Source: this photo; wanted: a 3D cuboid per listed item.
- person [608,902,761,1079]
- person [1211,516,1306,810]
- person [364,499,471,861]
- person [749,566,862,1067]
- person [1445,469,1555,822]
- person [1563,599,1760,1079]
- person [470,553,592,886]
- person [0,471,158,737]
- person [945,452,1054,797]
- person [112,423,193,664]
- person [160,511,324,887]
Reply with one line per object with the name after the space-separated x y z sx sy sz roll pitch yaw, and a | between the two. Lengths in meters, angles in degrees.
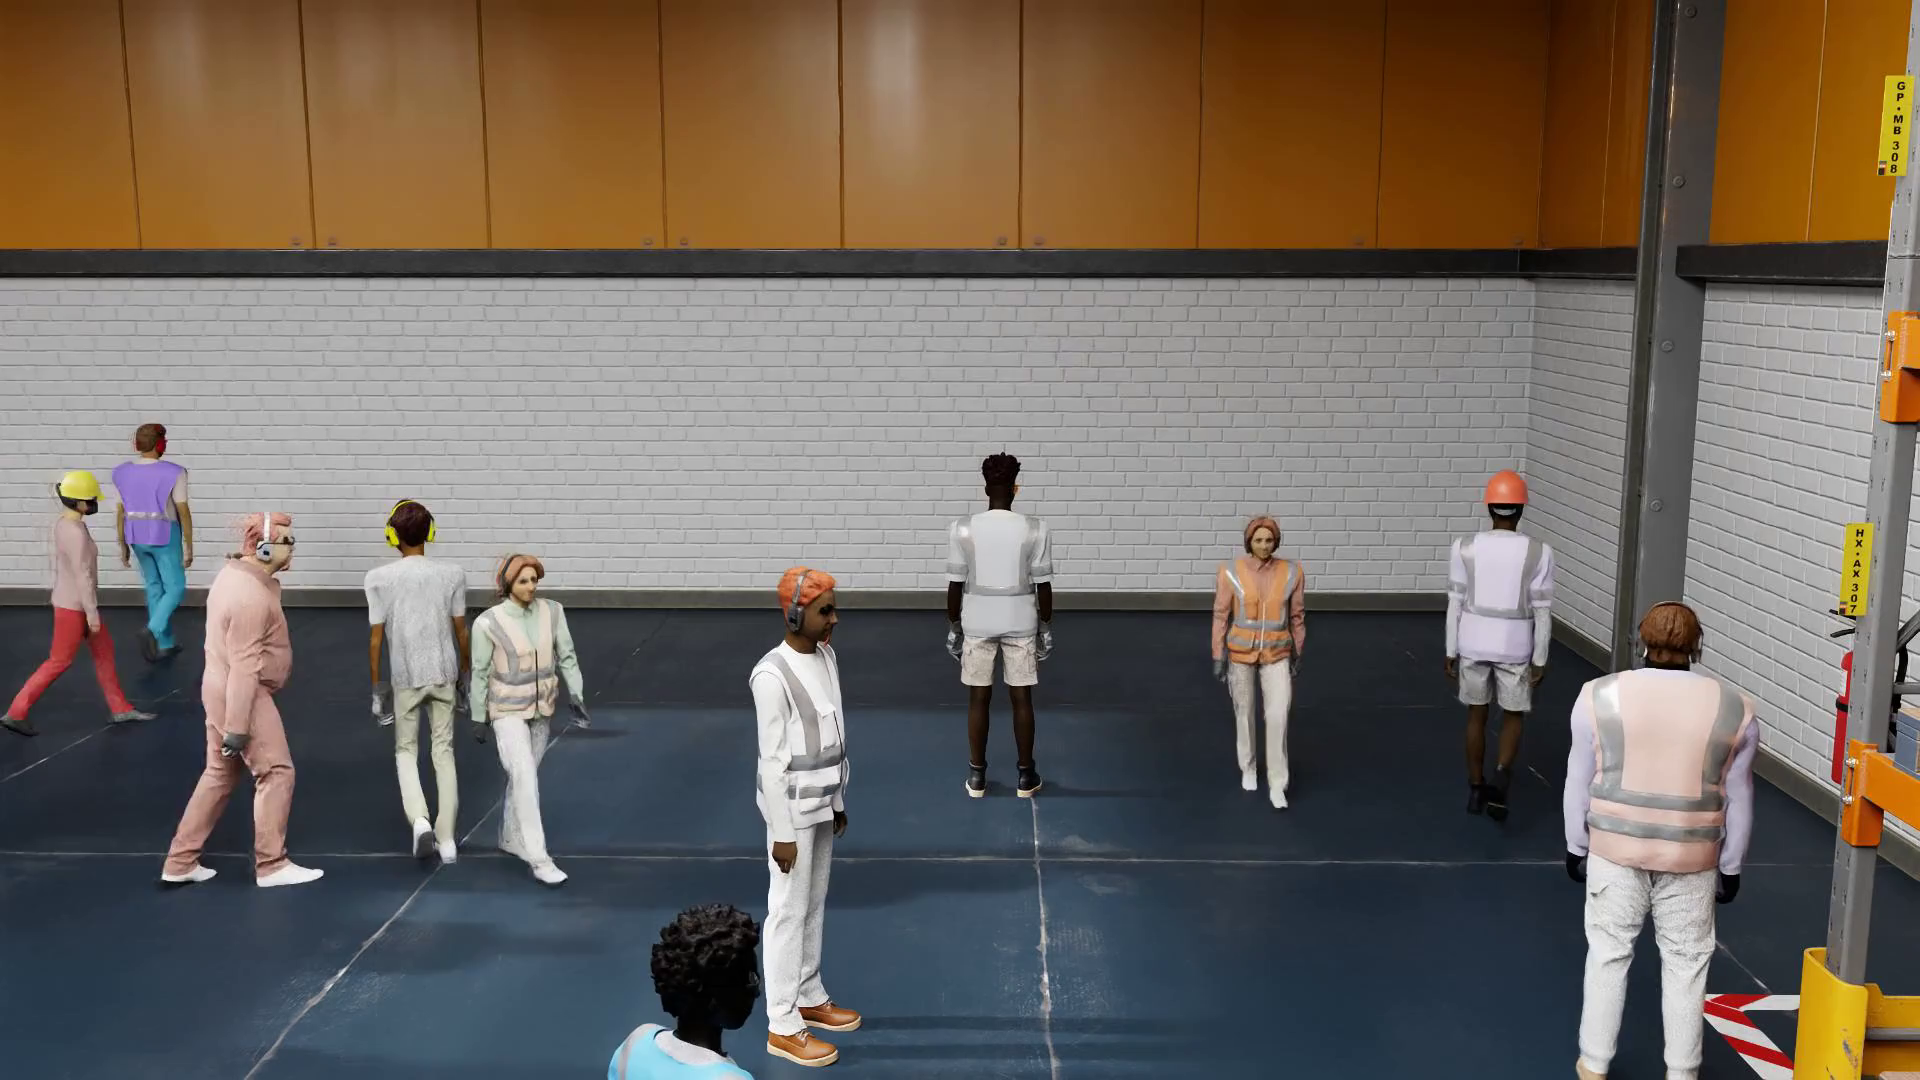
-0.539 1.596 3.539 0.322 1.697 0.531 -8 13 -41 | person
1.670 0.681 9.269 0.536 1.601 0.784 1 9 4 | person
-2.675 0.729 8.299 0.498 1.853 0.499 -4 10 -22 | person
-0.588 1.033 6.353 0.355 1.885 0.575 3 10 16 | person
2.878 0.588 8.937 0.550 1.922 0.620 4 10 24 | person
2.498 1.121 5.991 0.630 1.836 0.429 3 10 19 | person
-2.083 0.870 8.176 0.804 1.604 0.521 8 12 38 | person
-5.704 0.409 10.608 0.885 1.715 0.540 -6 11 -32 | person
0.226 0.483 9.407 0.613 1.962 0.364 1 10 4 | person
-6.081 0.035 12.531 0.569 1.826 0.718 1 9 3 | person
-3.515 0.789 7.960 0.702 1.853 0.657 -6 11 -32 | person
